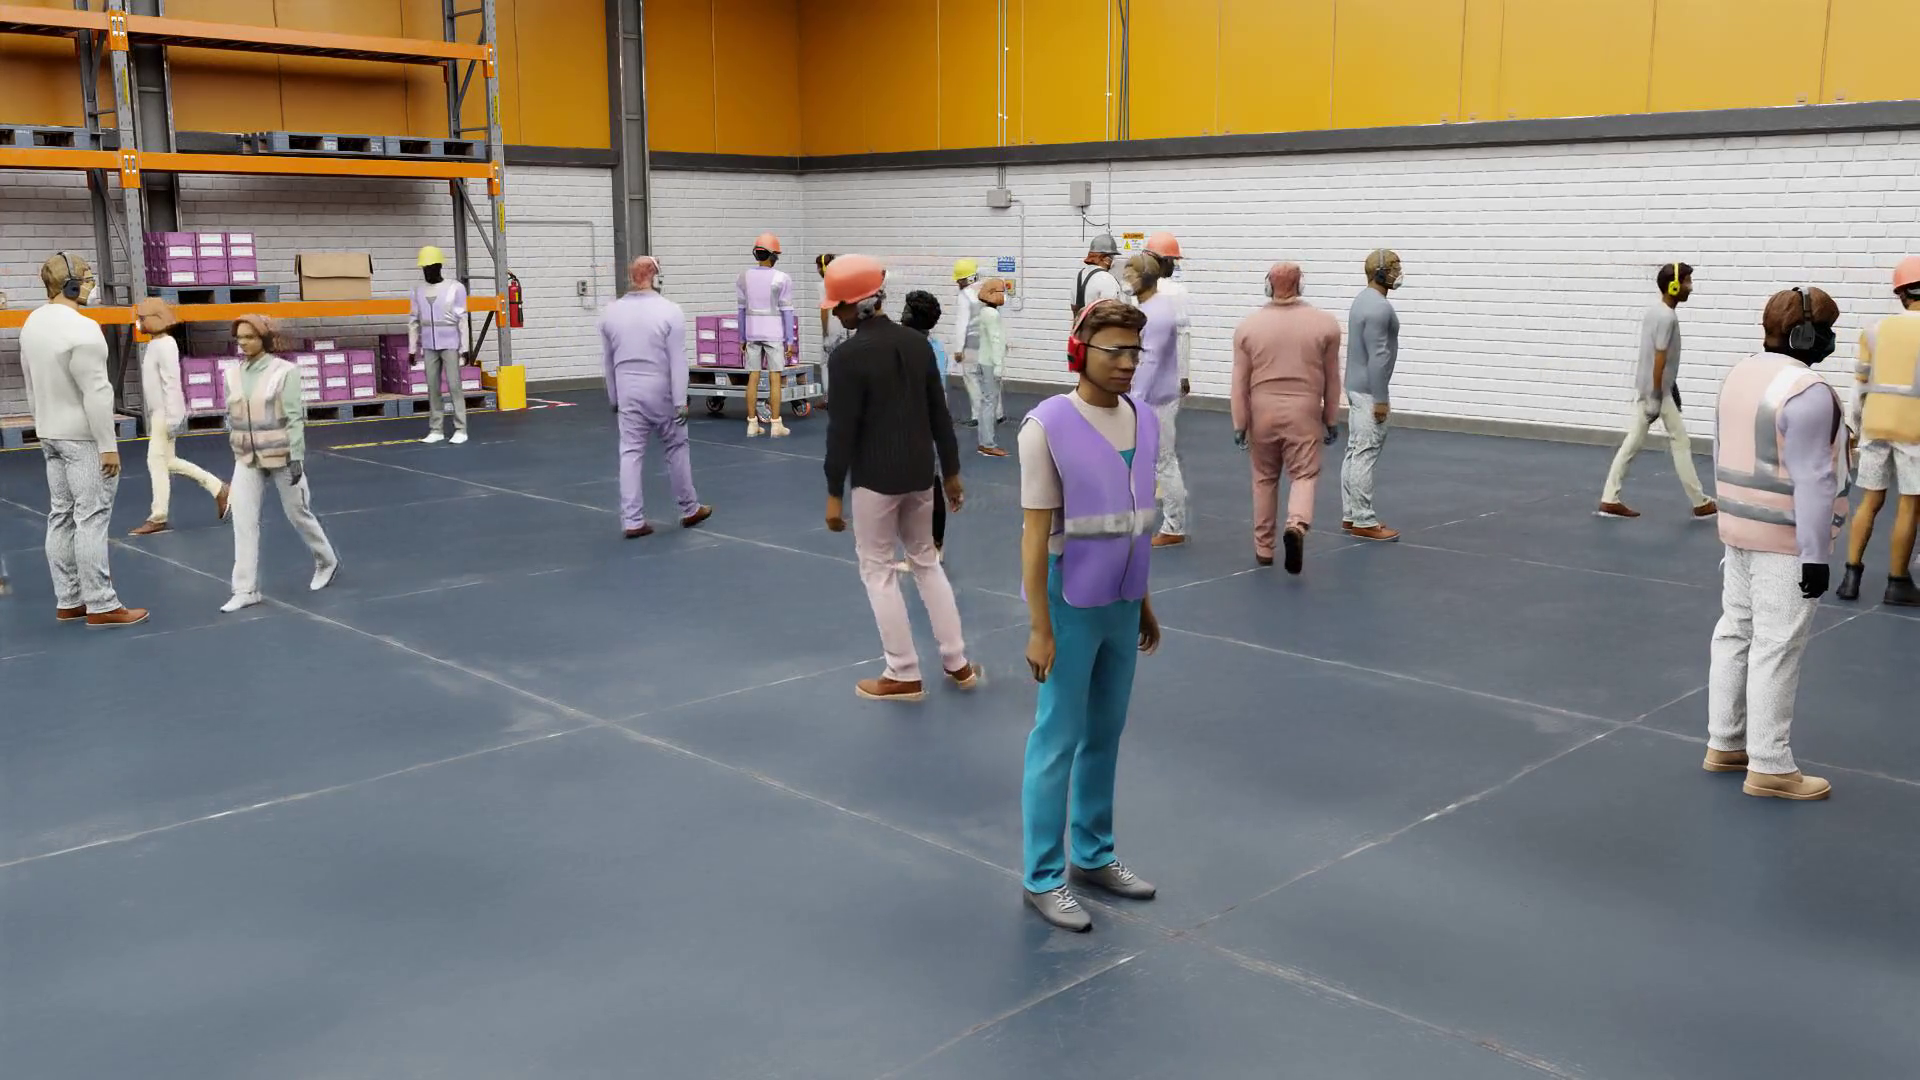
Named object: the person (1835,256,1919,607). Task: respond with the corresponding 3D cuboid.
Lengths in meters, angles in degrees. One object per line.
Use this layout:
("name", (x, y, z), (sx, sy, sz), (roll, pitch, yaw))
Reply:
("person", (5.188, -0.585, 9.108), (0.462, 1.919, 0.646), (-5, 12, -27))

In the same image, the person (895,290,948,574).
("person", (-0.232, -0.645, 9.993), (0.318, 1.700, 0.535), (3, 11, 15))

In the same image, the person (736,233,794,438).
("person", (-1.939, -2.043, 16.707), (0.604, 2.039, 0.401), (3, 11, 17))

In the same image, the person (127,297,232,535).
("person", (-5.376, -0.856, 11.363), (0.654, 1.611, 0.510), (-7, 12, -33))

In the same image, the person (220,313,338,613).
("person", (-3.798, -0.455, 9.217), (0.516, 1.610, 0.806), (2, 11, 12))

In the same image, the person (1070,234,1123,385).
("person", (1.401, -1.965, 16.258), (0.537, 2.000, 0.689), (-5, 11, -24))

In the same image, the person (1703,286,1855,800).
("person", (2.980, 0.007, 6.049), (0.429, 1.842, 0.633), (0, 10, -3))

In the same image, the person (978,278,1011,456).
("person", (0.305, -1.590, 15.325), (0.279, 1.633, 0.505), (-2, 11, -9))

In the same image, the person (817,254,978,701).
("person", (-0.291, -0.262, 7.236), (0.511, 1.944, 0.710), (9, 14, 42))

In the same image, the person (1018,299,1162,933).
("person", (0.375, 0.208, 4.947), (0.374, 1.840, 0.569), (9, 14, 41))

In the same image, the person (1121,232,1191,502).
("person", (1.513, -1.313, 12.697), (0.614, 2.041, 0.393), (10, 14, 43))

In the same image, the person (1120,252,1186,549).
("person", (1.076, -0.867, 10.653), (0.867, 1.910, 0.634), (-2, 11, -10))

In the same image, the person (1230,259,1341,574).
("person", (1.947, -0.734, 9.983), (0.655, 1.882, 0.740), (3, 11, 14))

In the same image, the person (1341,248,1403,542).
("person", (2.746, -0.966, 11.089), (0.379, 1.940, 0.629), (1, 10, 4))

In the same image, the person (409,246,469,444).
("person", (-5.082, -1.898, 16.236), (0.600, 1.916, 0.396), (2, 11, 11))

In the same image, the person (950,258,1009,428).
("person", (0.214, -2.070, 17.547), (0.441, 1.781, 0.730), (9, 14, 40))

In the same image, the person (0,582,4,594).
("person", (-5.832, -0.536, 9.048), (1.016, 1.822, 0.596), (-5, 12, -25))

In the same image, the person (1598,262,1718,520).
("person", (5.049, -1.043, 11.815), (0.956, 1.820, 0.535), (2, 11, 8))

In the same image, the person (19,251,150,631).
("person", (-4.531, -0.502, 8.558), (0.635, 1.939, 0.366), (7, 12, 33))

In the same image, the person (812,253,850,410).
("person", (-1.373, -2.364, 19.042), (0.517, 1.829, 0.899), (-10, 14, -44))

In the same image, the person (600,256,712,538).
("person", (-2.060, -0.984, 11.346), (0.678, 1.870, 0.914), (3, 11, 18))
